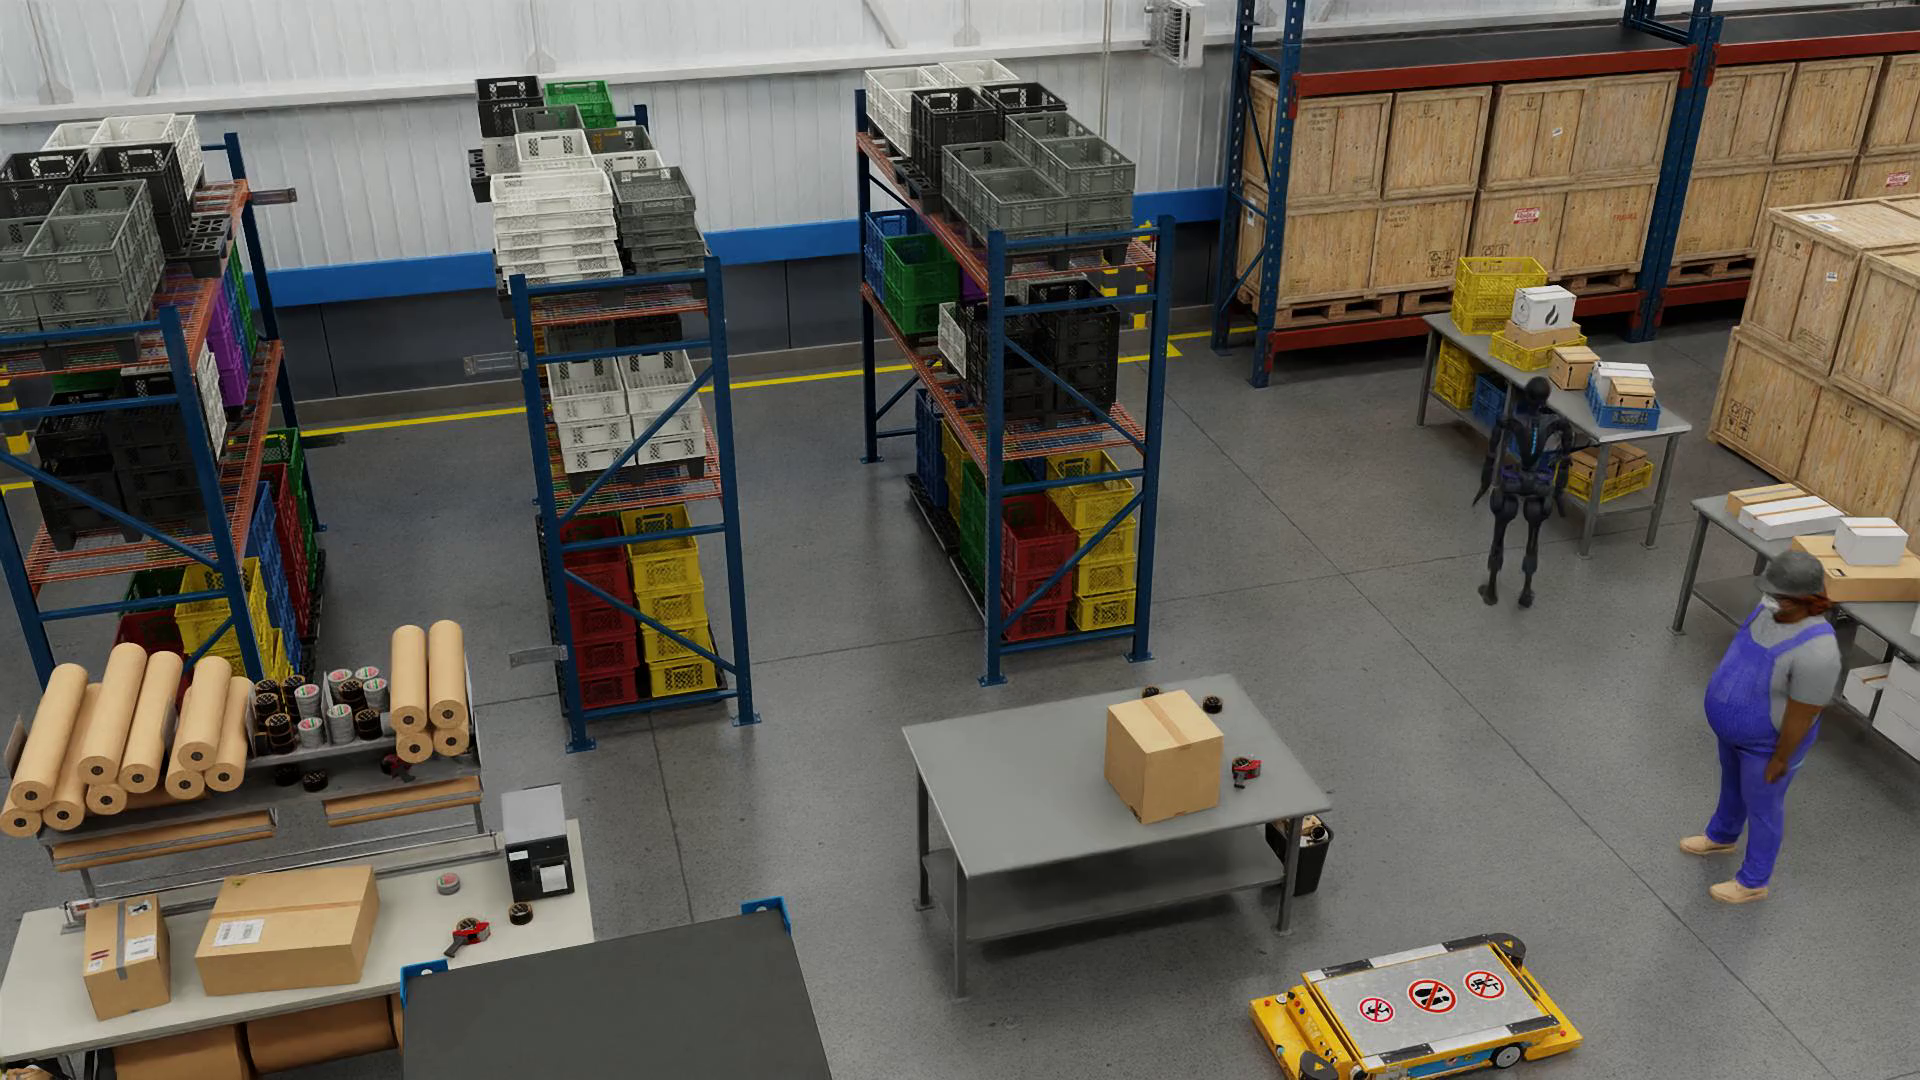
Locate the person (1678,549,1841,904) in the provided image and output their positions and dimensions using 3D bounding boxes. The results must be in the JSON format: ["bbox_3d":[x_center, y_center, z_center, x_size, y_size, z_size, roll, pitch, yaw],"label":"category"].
[{"bbox_3d":[4.126,0.934,8.625,0.537,2.000,0.683,0,29,0],"label":"person"}]

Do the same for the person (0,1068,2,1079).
[{"bbox_3d":[-3.539,2.490,6.109,0.354,1.728,0.598,-21,35,-33],"label":"person"}]

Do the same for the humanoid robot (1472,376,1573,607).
[{"bbox_3d":[3.821,-0.339,11.305,0.601,1.658,0.341,5,29,9],"label":"humanoid robot"}]

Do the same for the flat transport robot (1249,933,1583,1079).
[{"bbox_3d":[2.184,2.282,7.980,1.431,0.197,0.652,-8,30,-14],"label":"flat transport robot"}]
